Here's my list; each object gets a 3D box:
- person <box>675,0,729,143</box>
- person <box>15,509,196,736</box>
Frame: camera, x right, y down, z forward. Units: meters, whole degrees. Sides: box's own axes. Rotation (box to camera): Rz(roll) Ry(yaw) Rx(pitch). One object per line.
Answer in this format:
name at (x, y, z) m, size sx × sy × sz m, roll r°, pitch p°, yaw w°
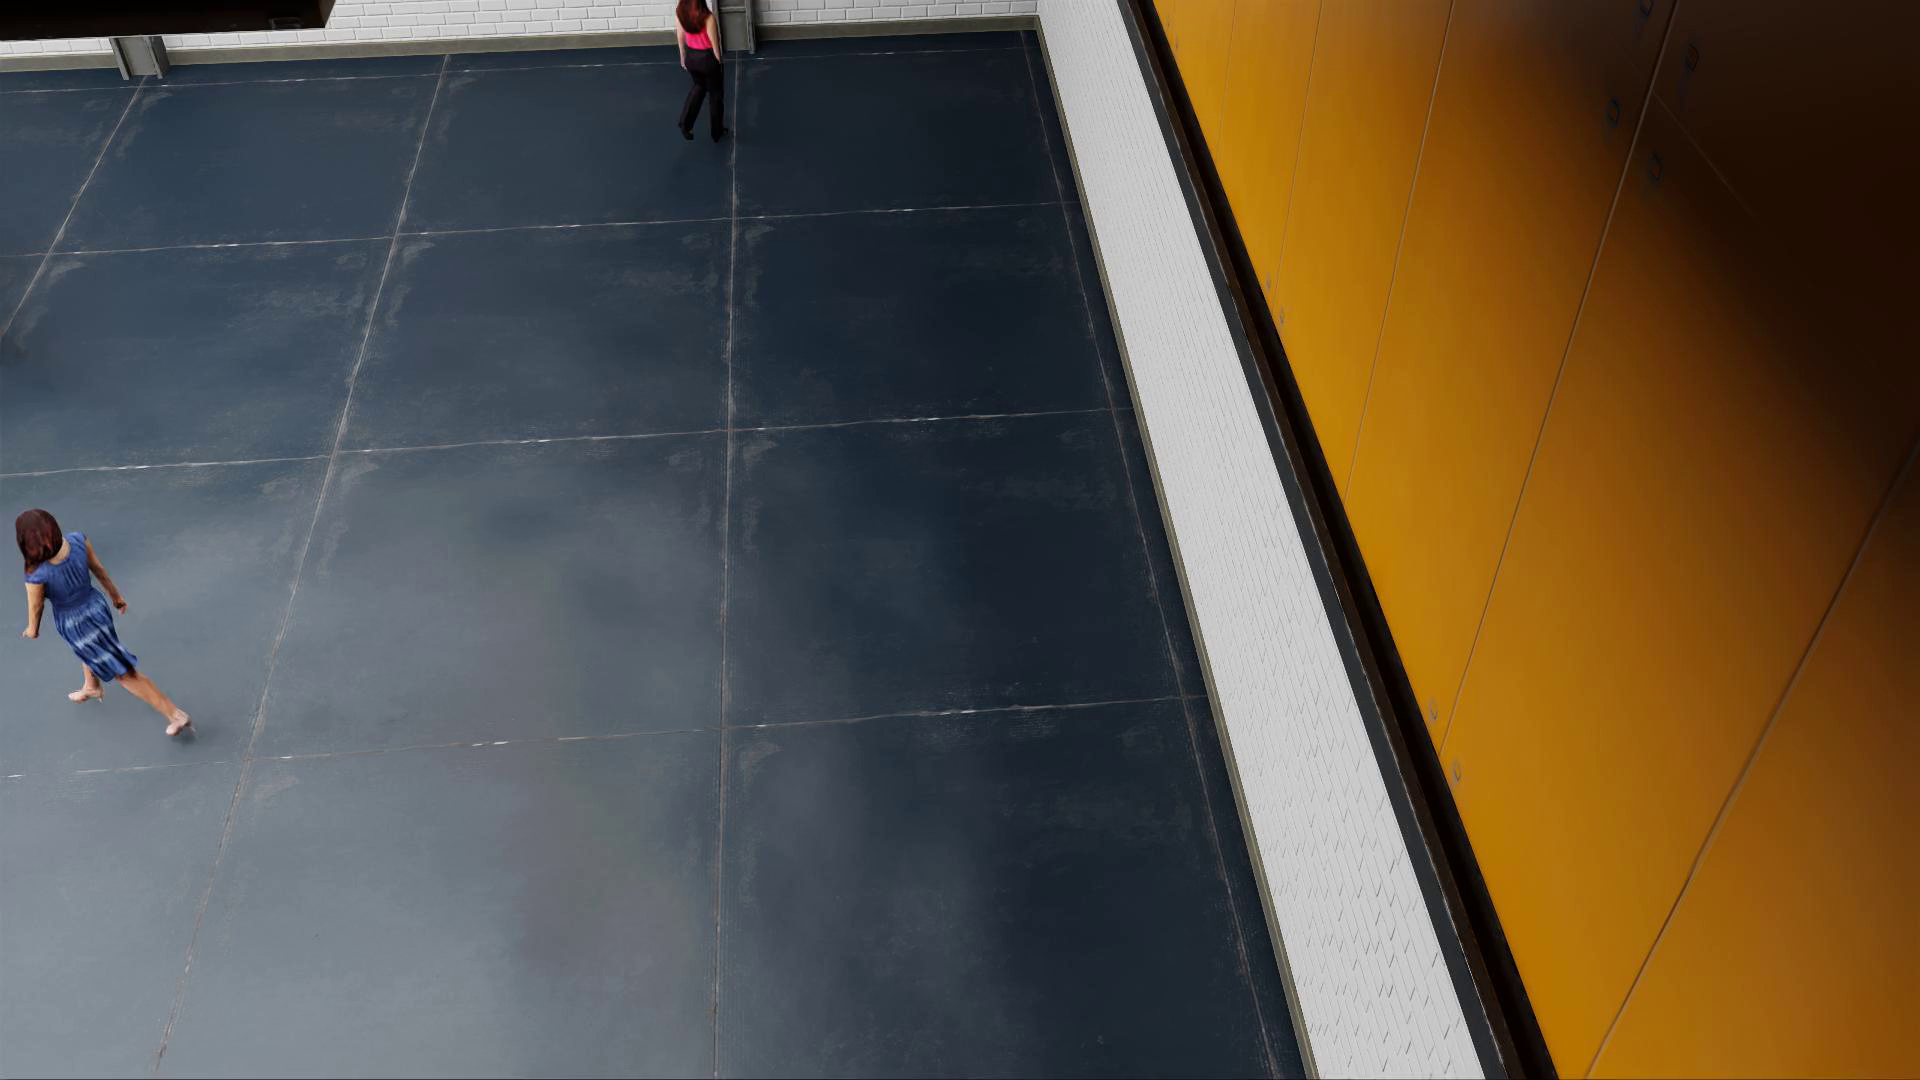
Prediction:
person at (-2.409, -4.384, 15.393) m, size 0.848 × 1.645 × 0.868 m, roll 20°, pitch 47°, yaw 20°
person at (-5.210, 0.572, 10.116) m, size 1.230 × 1.749 × 0.820 m, roll 6°, pitch 44°, yaw 6°
